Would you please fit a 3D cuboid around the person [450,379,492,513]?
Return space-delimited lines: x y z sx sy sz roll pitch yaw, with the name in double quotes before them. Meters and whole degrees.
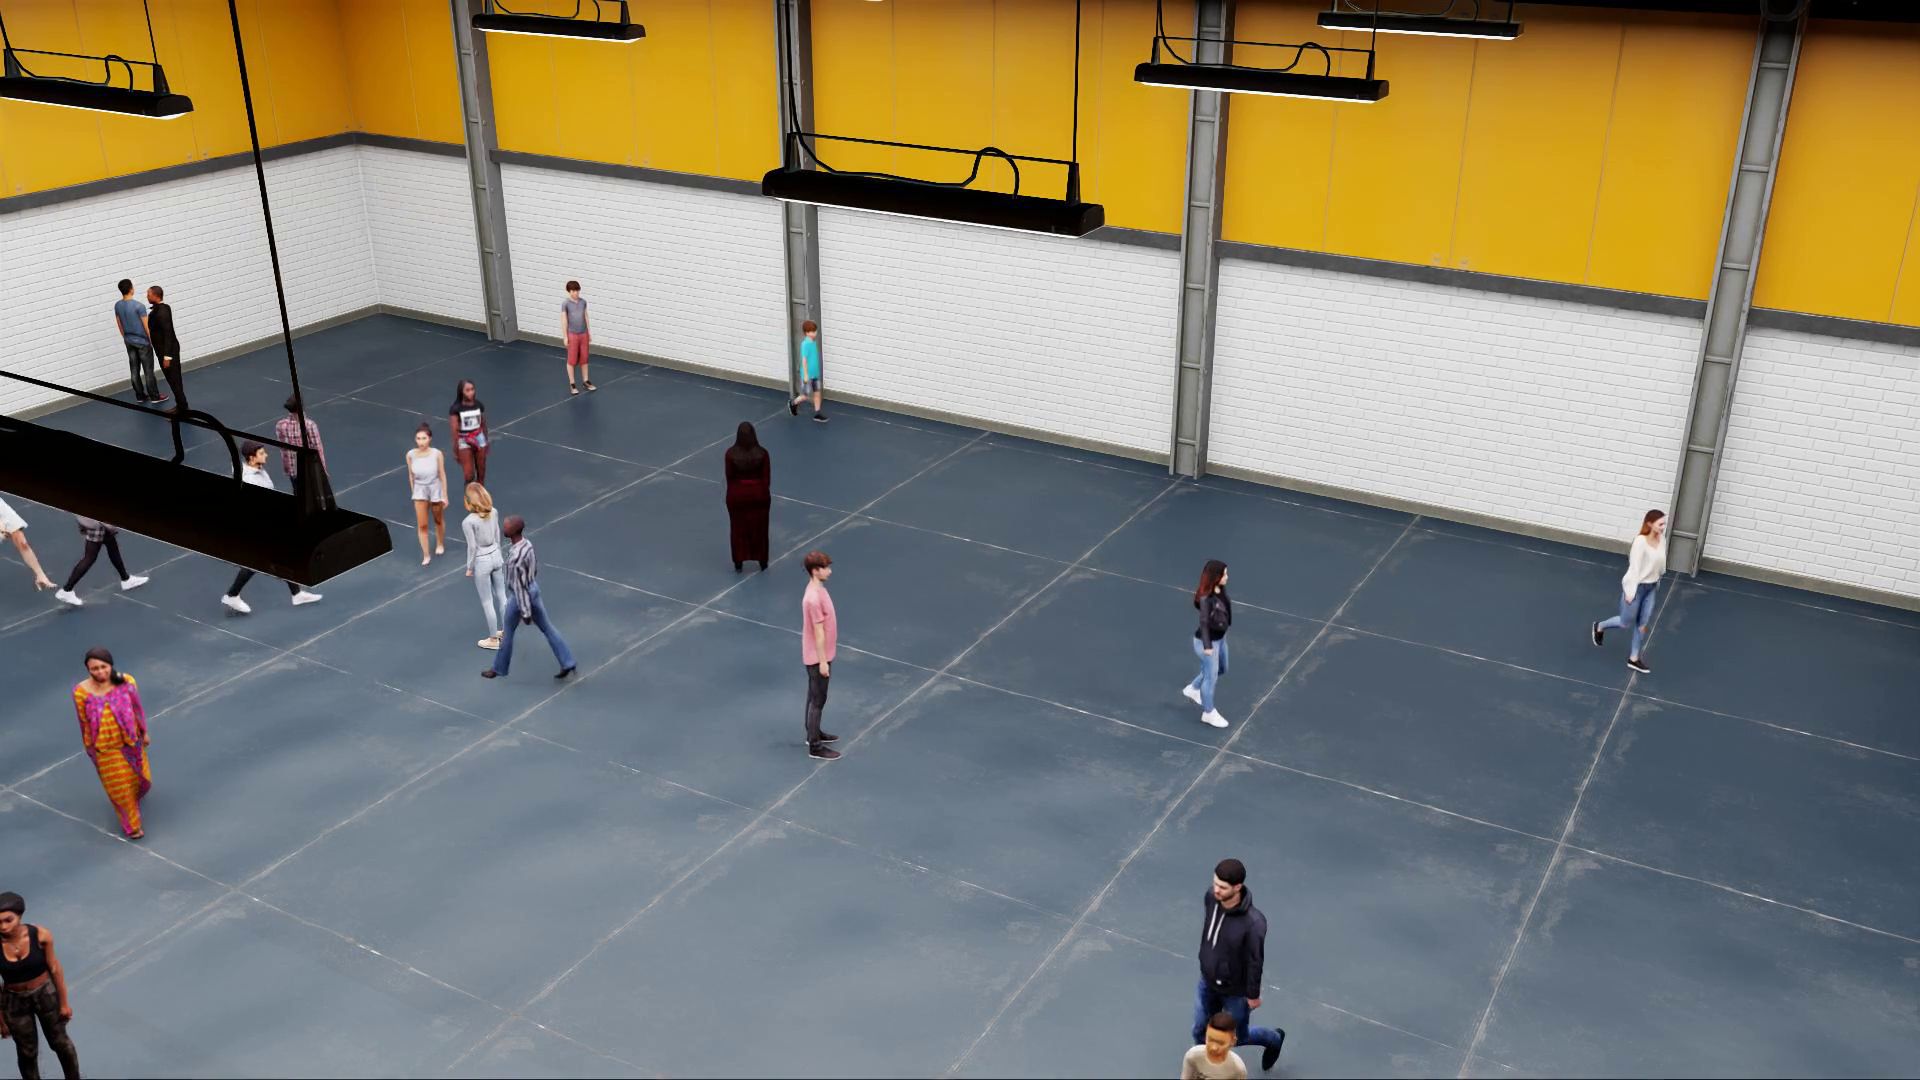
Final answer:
"person" -5.941 -1.130 20.042 0.677 1.712 0.724 -21 31 -39

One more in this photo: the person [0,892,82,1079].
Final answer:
"person" -5.942 2.975 10.666 0.659 1.699 0.689 -10 26 -22

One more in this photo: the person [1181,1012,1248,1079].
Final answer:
"person" 1.527 3.418 9.972 0.902 1.443 0.686 9 25 21

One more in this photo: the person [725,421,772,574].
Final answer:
"person" -2.348 -0.475 18.484 0.769 1.758 0.847 -3 24 -7

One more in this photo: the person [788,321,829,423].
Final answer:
"person" -2.144 -2.345 23.166 0.812 1.436 0.527 13 27 28

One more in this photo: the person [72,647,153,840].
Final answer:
"person" -7.016 1.611 13.822 0.932 1.671 1.161 -16 28 -32

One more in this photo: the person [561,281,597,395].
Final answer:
"person" -5.623 -3.000 24.395 0.665 1.651 0.653 -17 29 -34

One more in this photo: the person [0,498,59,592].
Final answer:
"person" -10.474 -0.171 17.826 1.208 1.730 0.923 2 24 5

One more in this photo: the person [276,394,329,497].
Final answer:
"person" -7.609 -0.839 19.317 0.677 1.759 0.843 2 24 5

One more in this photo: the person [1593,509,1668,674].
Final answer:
"person" 6.644 0.471 16.422 0.907 1.677 1.031 -12 26 -25

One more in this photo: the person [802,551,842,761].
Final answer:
"person" -1.273 1.009 14.840 0.737 1.959 0.709 -3 24 -7

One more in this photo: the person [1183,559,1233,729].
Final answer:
"person" 2.288 0.927 15.440 0.739 1.629 0.633 14 27 29

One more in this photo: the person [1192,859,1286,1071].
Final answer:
"person" 1.816 2.830 10.794 1.049 1.862 1.142 -15 28 -30

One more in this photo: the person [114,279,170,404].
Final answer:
"person" -11.808 -2.857 23.868 0.598 1.810 0.778 5 24 11

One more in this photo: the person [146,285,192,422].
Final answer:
"person" -11.058 -2.625 23.220 0.852 1.905 0.753 -11 26 -24

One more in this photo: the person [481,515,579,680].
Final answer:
"person" -4.094 0.614 16.021 1.280 1.736 1.032 1 24 1

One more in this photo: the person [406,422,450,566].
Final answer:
"person" -6.031 -0.571 18.911 0.867 1.593 0.912 -4 24 -9

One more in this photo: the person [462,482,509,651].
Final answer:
"person" -4.771 0.252 16.778 0.515 1.794 0.592 14 27 30

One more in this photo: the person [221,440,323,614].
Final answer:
"person" -7.434 -0.111 17.483 1.293 1.893 1.184 -5 24 -10
